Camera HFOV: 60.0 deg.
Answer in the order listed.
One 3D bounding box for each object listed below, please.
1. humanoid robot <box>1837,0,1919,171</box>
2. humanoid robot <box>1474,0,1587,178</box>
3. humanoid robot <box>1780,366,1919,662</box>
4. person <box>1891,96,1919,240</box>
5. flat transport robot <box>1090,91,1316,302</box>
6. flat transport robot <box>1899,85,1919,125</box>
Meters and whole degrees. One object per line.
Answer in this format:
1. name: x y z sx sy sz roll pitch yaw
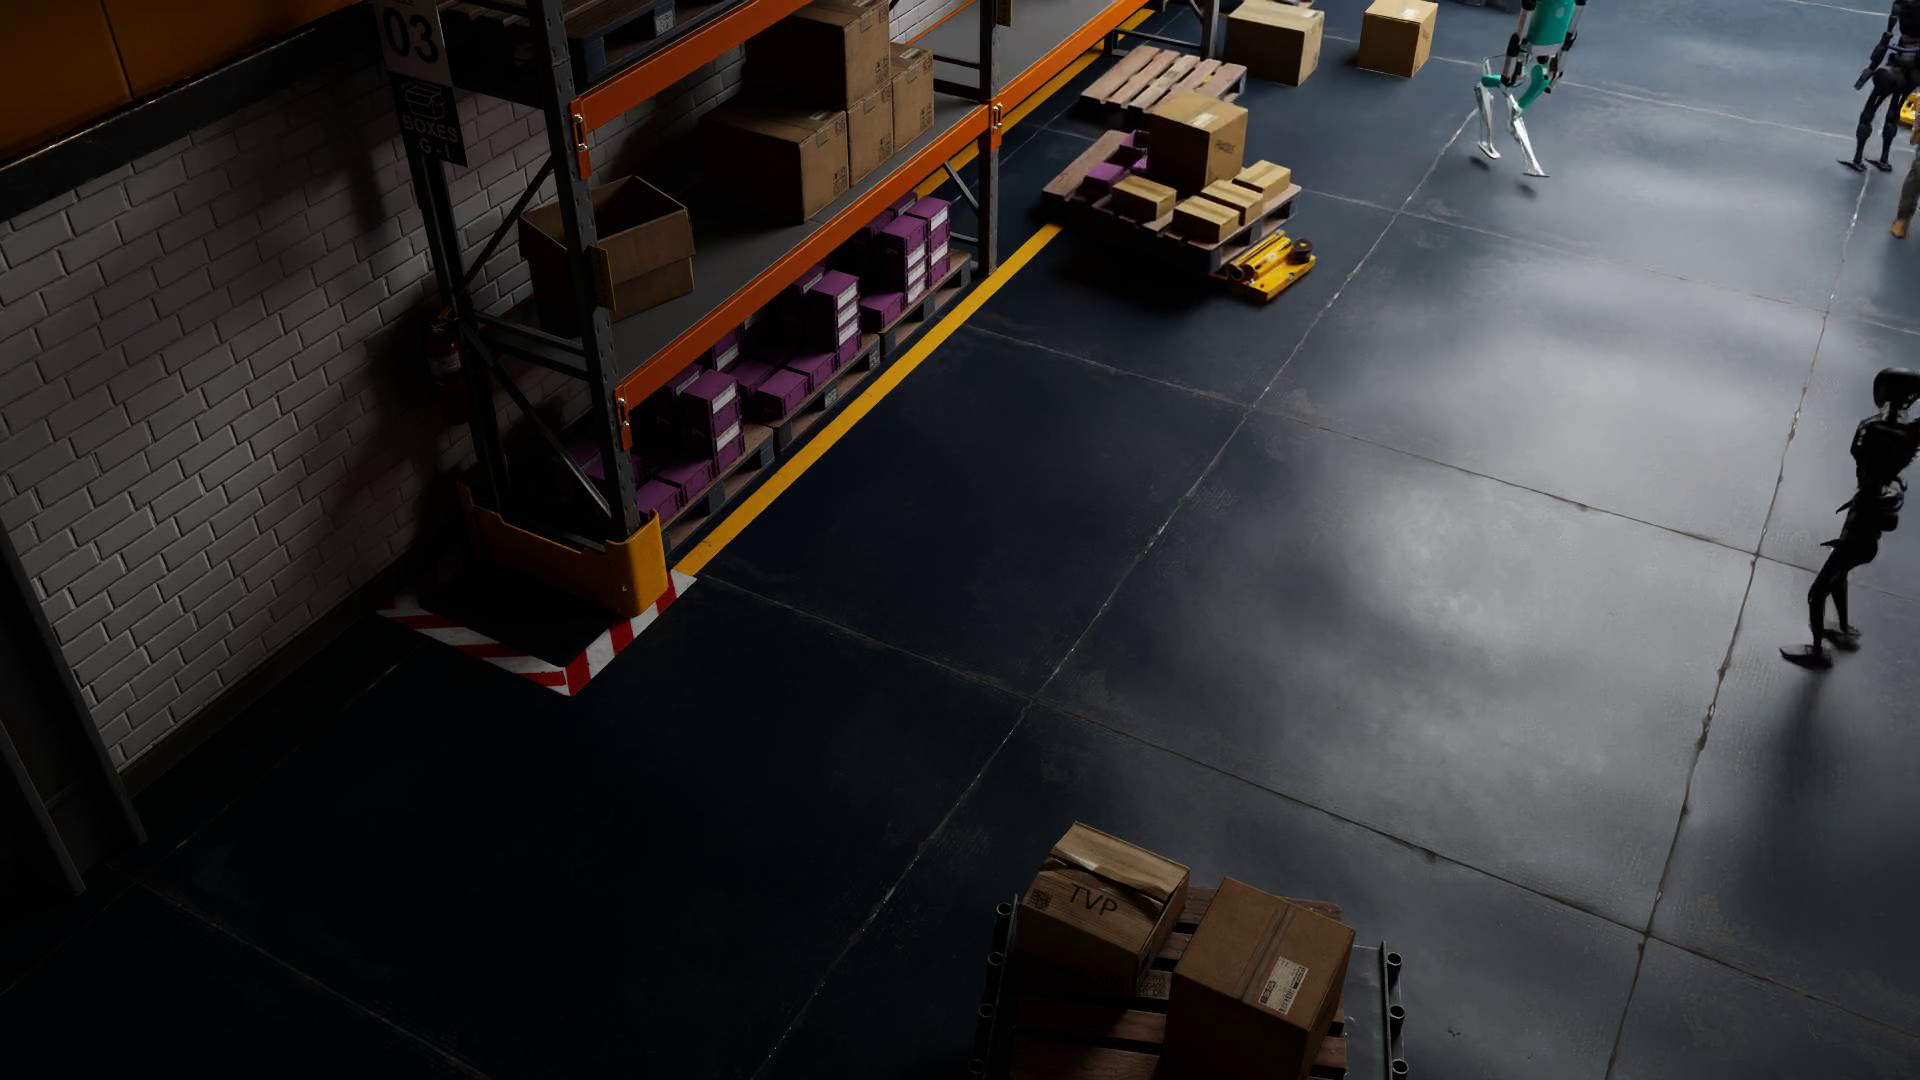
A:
1. humanoid robot: 7.127 -3.597 12.589 0.590 1.644 0.355 -15 41 -18
2. humanoid robot: 4.230 -3.585 12.533 0.537 1.741 1.003 -11 40 -14
3. humanoid robot: 4.487 -0.104 8.229 0.397 1.637 0.616 20 43 23
4. person: 6.975 -2.954 11.648 0.636 1.852 0.475 1 39 2
5. flat transport robot: 1.758 -2.130 11.882 1.431 0.231 0.659 28 46 30
6. flat transport robot: 8.358 -3.709 13.857 0.659 0.231 1.431 28 46 30
